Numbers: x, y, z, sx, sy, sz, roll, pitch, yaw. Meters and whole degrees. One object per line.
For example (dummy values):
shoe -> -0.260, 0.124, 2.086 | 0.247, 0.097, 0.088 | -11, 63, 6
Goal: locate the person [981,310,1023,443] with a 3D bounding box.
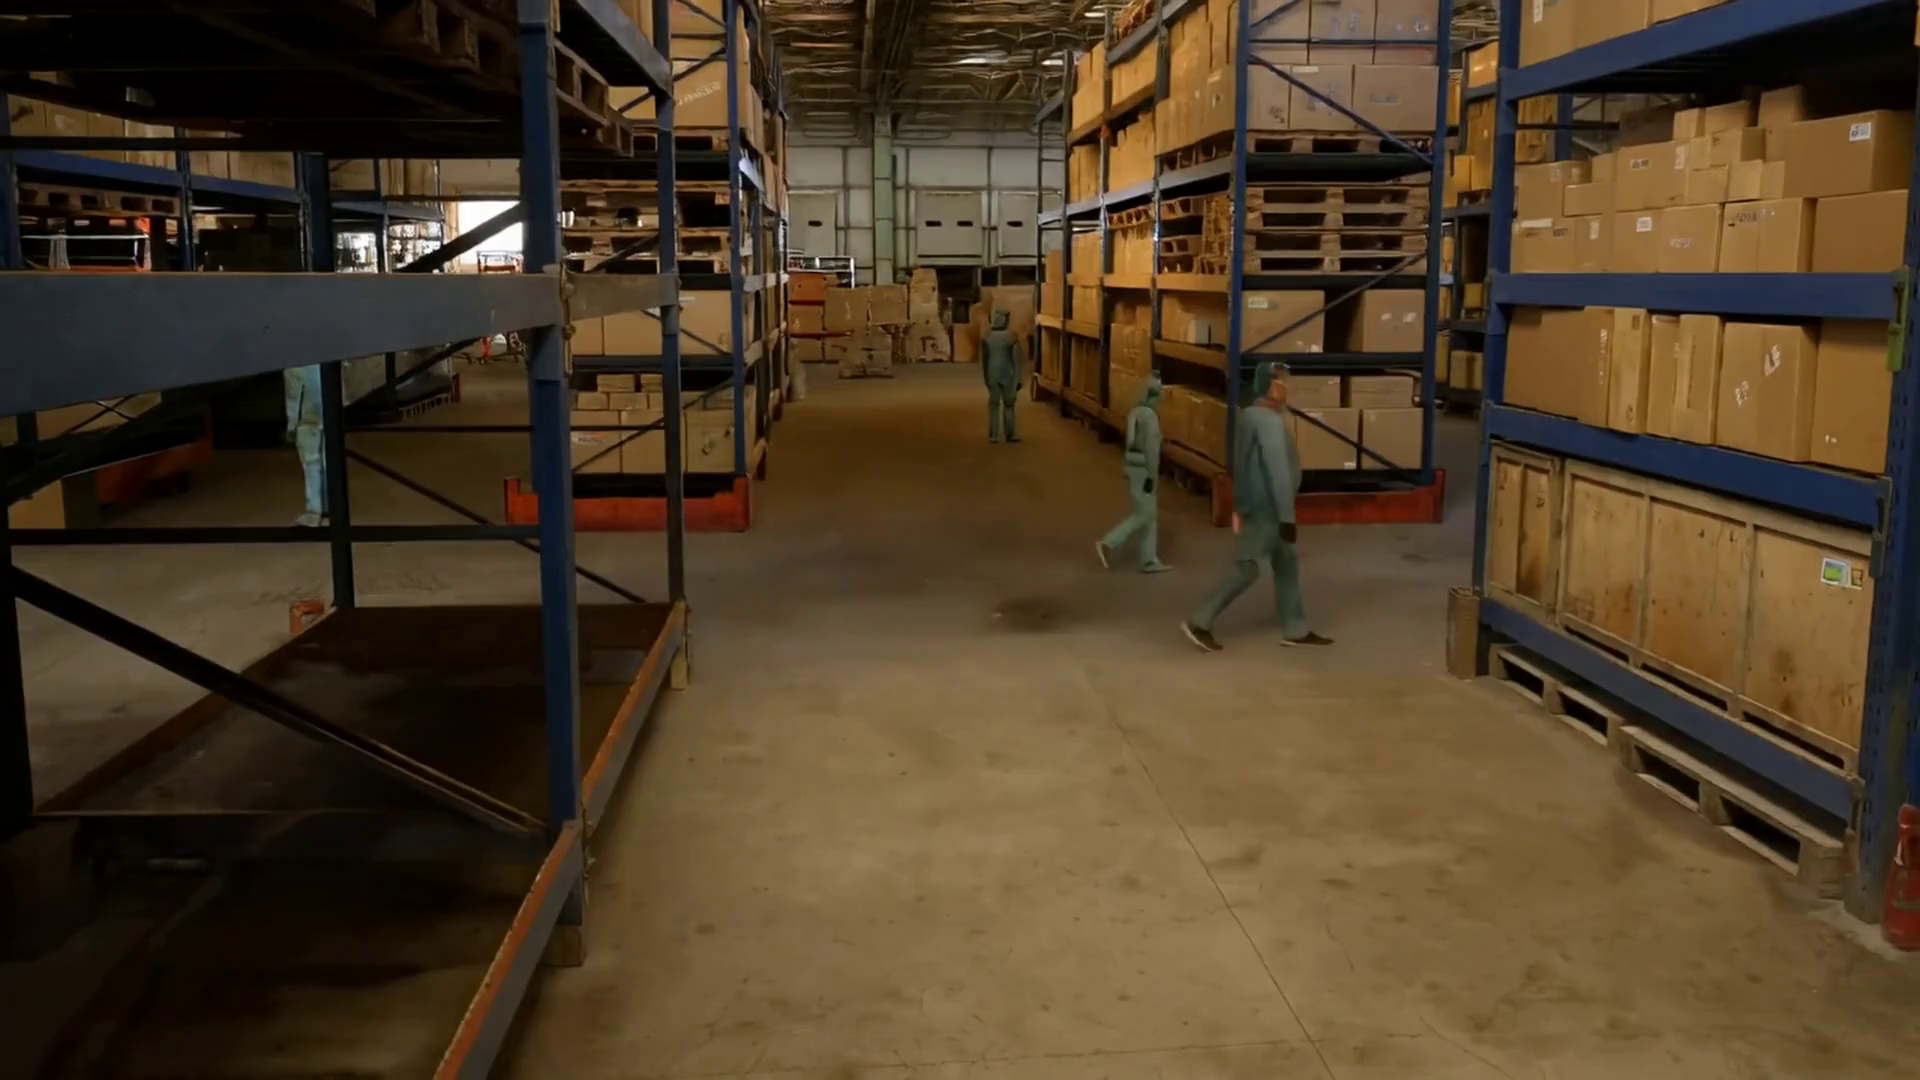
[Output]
person -> 0.628, -2.335, 23.841 | 0.644, 1.908, 0.408 | 6, 11, 33

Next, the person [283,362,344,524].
person -> -6.267, -1.128, 16.163 | 0.372, 1.940, 0.630 | 6, 11, 33

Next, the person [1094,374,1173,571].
person -> 1.406, -0.521, 13.361 | 0.635, 1.621, 0.523 | -2, 9, -10

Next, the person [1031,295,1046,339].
person -> 2.146, -5.477, 43.618 | 0.584, 1.888, 0.565 | 6, 11, 33

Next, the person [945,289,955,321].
person -> -0.468, -9.419, 68.470 | 0.863, 1.860, 0.579 | 2, 9, 13

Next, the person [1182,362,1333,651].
person -> 1.904, -0.201, 10.612 | 0.986, 1.872, 0.645 | 0, 9, -2
